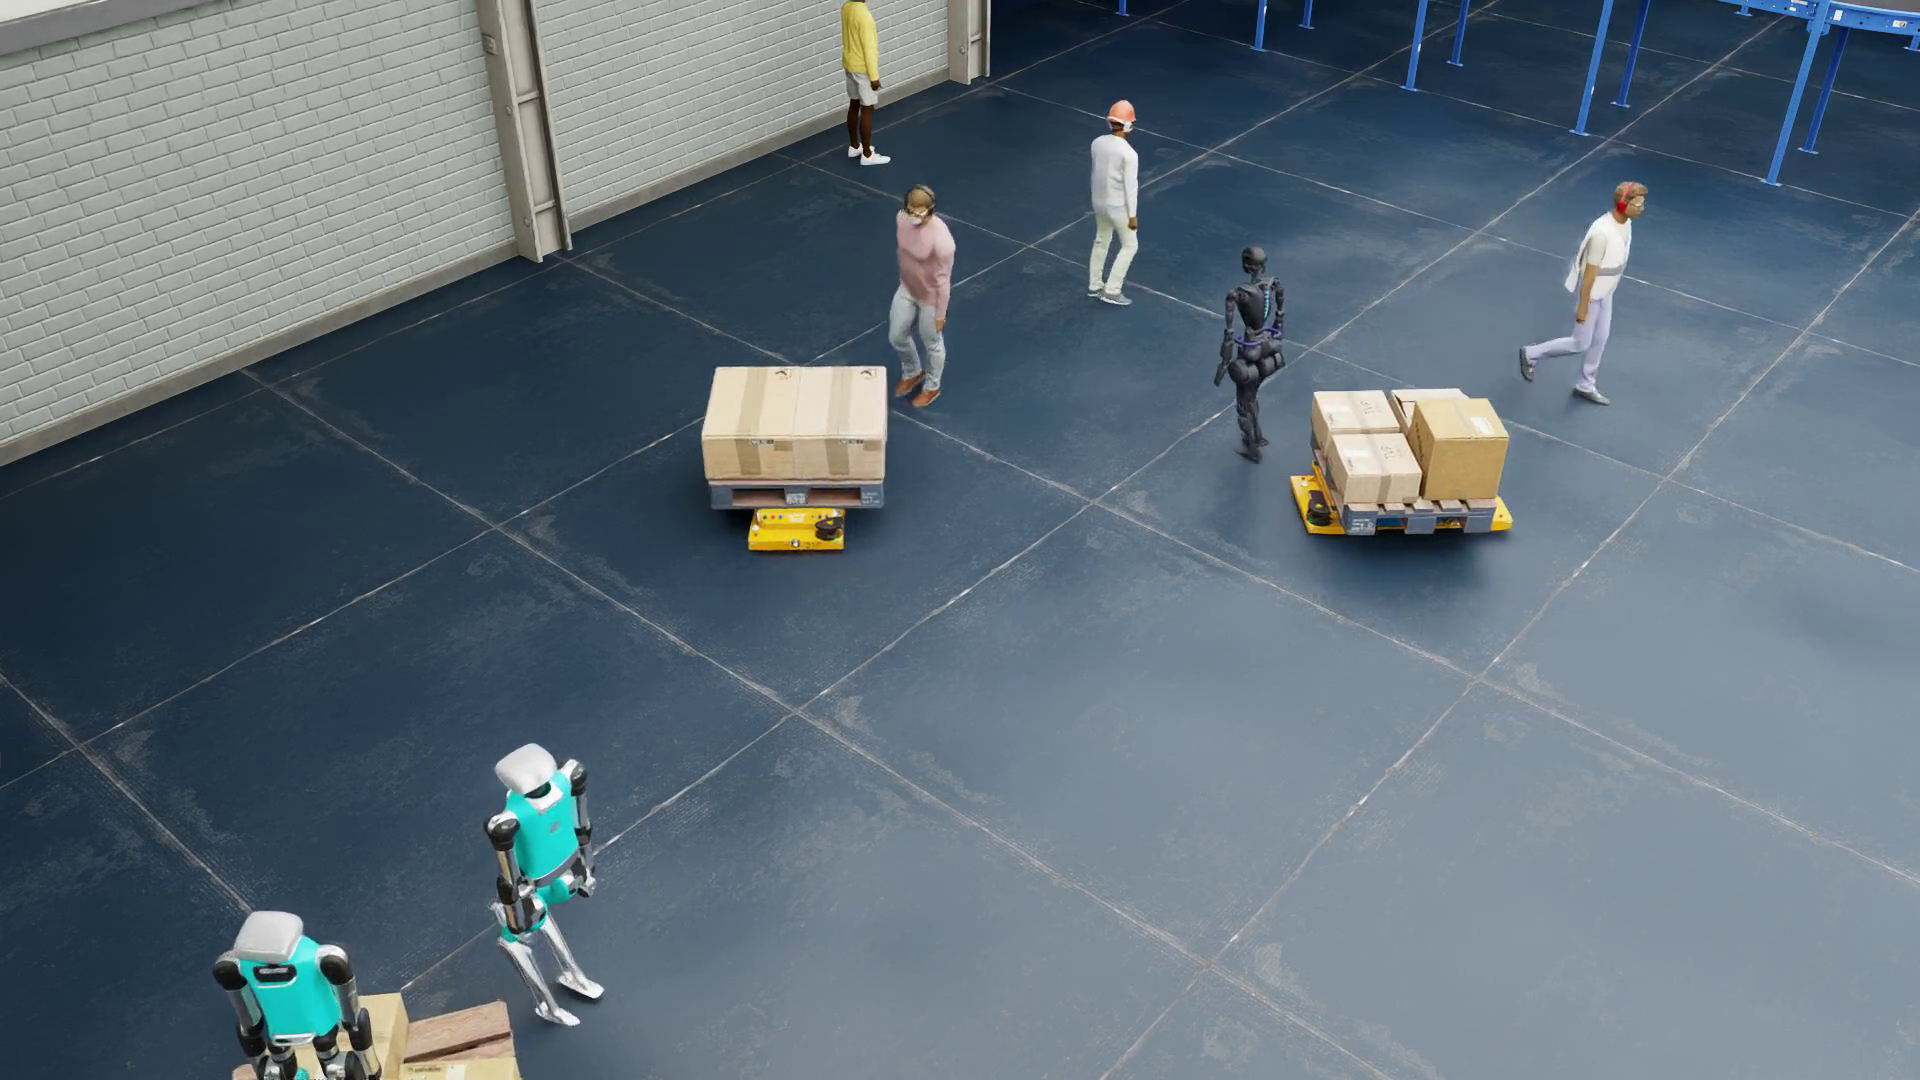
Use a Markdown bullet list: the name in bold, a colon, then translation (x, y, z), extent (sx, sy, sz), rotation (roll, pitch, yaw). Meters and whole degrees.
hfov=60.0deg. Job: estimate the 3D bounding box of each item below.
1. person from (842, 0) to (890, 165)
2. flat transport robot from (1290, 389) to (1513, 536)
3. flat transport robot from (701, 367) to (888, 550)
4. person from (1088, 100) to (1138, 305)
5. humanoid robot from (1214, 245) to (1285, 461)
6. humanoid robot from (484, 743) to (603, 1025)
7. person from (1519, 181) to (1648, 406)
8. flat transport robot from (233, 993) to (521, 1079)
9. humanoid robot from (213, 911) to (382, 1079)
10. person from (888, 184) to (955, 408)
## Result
- **person**: translation (-0.970, -4.689, 16.580), extent (0.391, 1.892, 0.574), rotation (-17, 39, -23)
- **flat transport robot**: translation (3.125, -0.308, 11.820), extent (1.431, 0.231, 0.659), rotation (-1, 35, -2)
- **flat transport robot**: translation (-1.140, -0.407, 11.959), extent (0.659, 0.231, 1.431), rotation (0, 35, -1)
- **person**: translation (1.325, -2.866, 14.147), extent (0.394, 1.732, 0.578), rotation (-20, 40, -26)
- **humanoid robot**: translation (2.122, -1.349, 12.077), extent (0.609, 1.639, 0.382), rotation (-21, 40, -26)
- **humanoid robot**: translation (-2.043, 1.592, 7.855), extent (0.675, 1.760, 0.530), rotation (24, 42, 30)
- **person**: translation (4.796, -1.906, 12.718), extent (0.672, 1.824, 0.589), rotation (27, 44, 33)
- **flat transport robot**: translation (-2.532, 2.811, 7.440), extent (0.659, 0.231, 1.431), rotation (-11, 37, -15)
- **humanoid robot**: translation (-2.687, 2.368, 6.810), extent (0.545, 1.776, 0.850), rotation (-2, 35, -3)
- **person**: translation (-0.266, -1.824, 12.546), extent (0.649, 1.904, 0.461), rotation (29, 45, 34)
